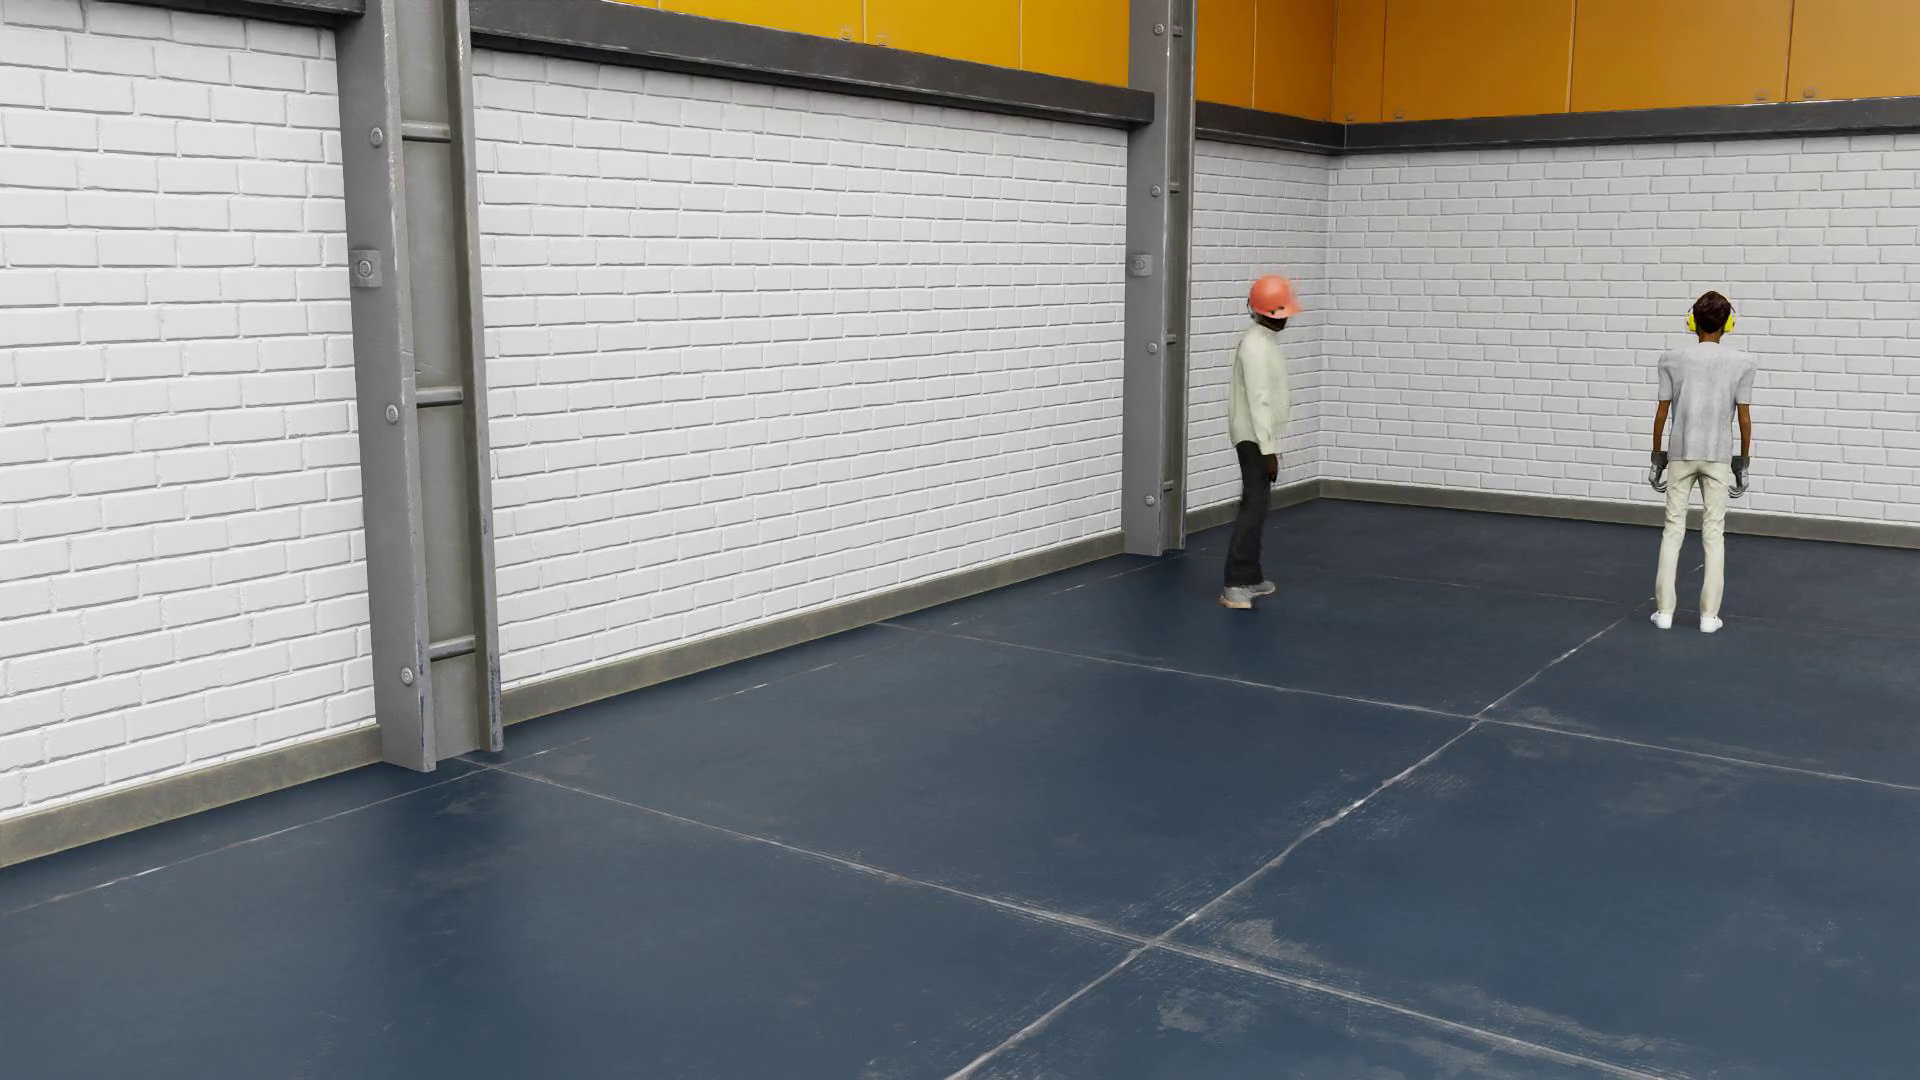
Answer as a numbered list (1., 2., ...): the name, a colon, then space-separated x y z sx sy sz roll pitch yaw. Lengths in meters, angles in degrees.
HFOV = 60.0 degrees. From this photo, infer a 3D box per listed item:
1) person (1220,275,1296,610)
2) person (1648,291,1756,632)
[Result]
1. person: 1.770 -0.579 9.803 0.381 1.944 0.713 2 10 13
2. person: 4.054 -0.423 9.113 0.510 1.862 0.323 4 10 25
